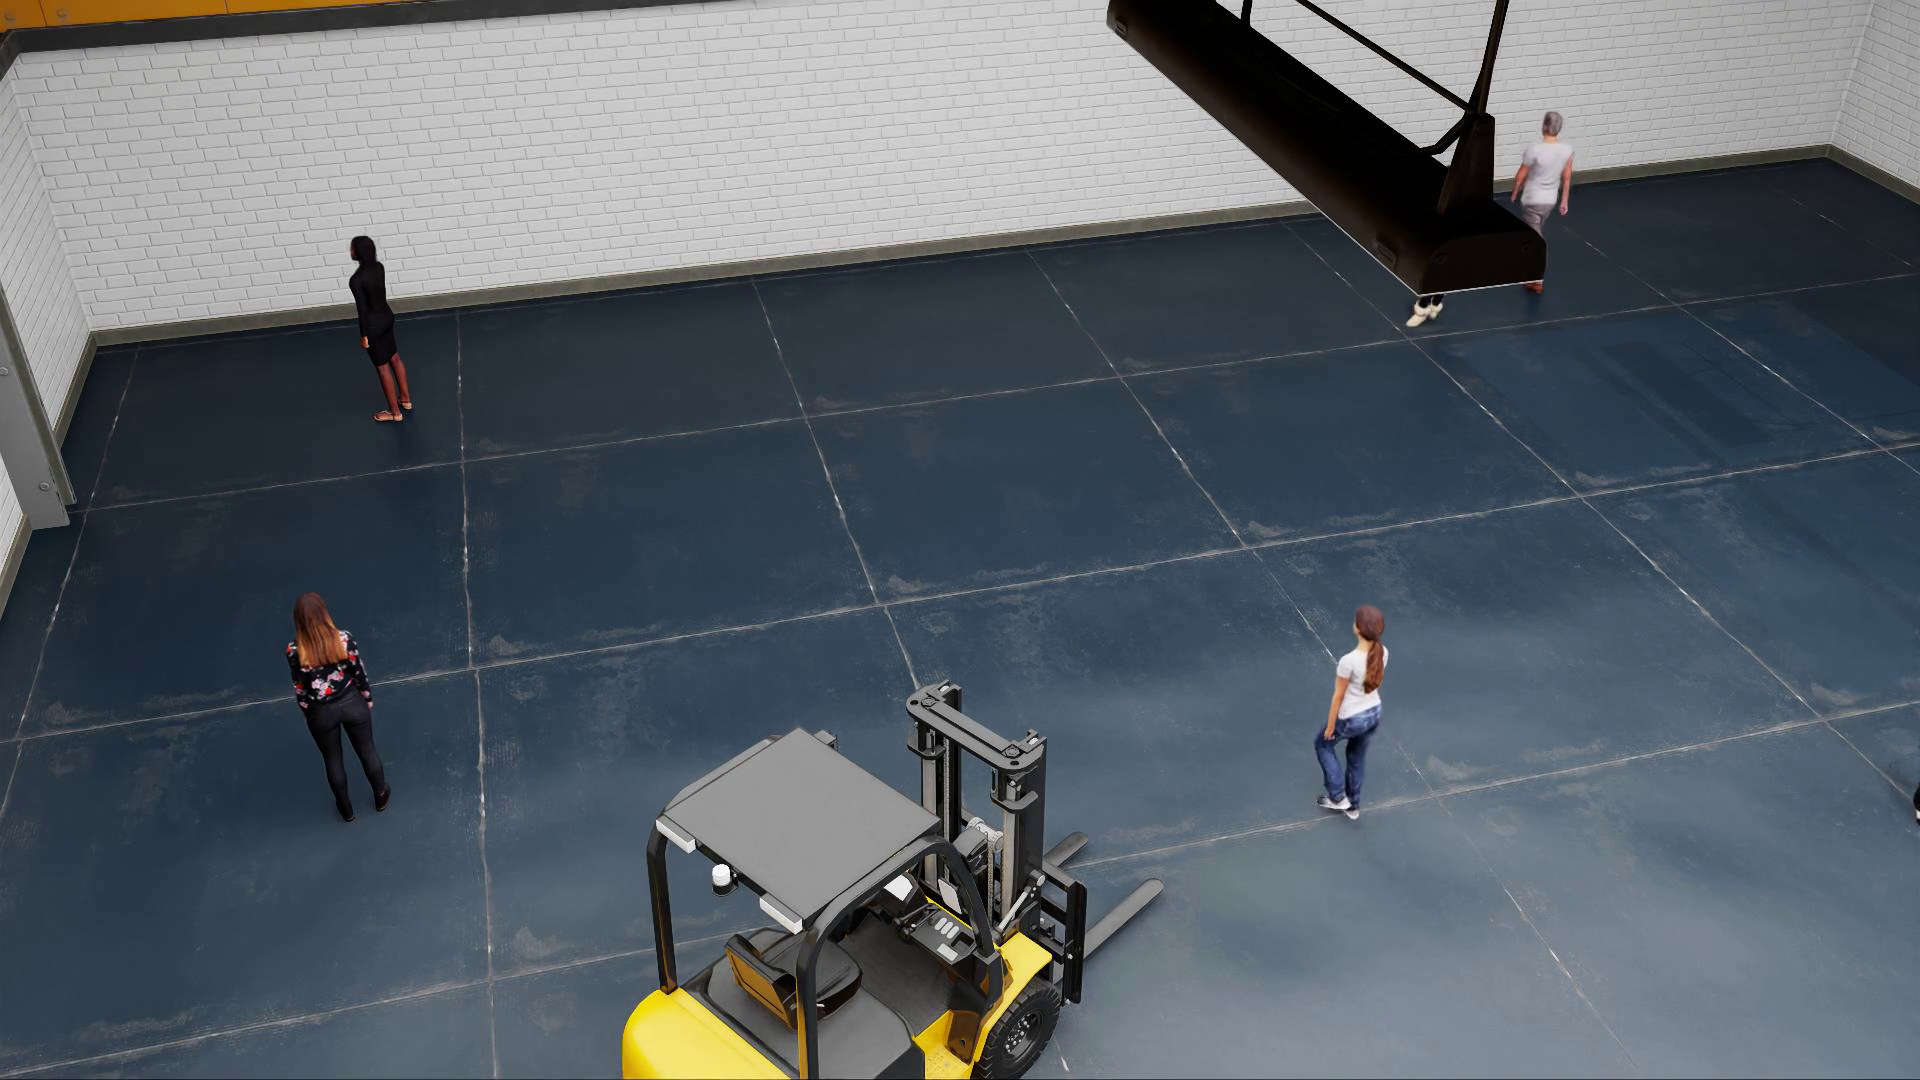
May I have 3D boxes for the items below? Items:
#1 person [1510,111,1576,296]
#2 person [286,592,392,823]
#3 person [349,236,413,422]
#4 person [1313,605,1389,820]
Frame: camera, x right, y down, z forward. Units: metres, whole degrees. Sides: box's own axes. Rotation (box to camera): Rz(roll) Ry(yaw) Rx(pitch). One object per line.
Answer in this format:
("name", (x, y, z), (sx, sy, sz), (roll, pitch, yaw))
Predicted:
("person", (5.873, -3.341, 16.752), (0.666, 1.776, 1.095), (-8, 35, -12))
("person", (-3.847, 1.027, 10.264), (0.602, 1.684, 0.548), (-14, 36, -20))
("person", (-5.113, -1.866, 14.584), (0.744, 1.719, 0.601), (6, 34, 9))
("person", (2.478, 1.116, 10.253), (0.614, 1.548, 0.636), (-16, 37, -22))
